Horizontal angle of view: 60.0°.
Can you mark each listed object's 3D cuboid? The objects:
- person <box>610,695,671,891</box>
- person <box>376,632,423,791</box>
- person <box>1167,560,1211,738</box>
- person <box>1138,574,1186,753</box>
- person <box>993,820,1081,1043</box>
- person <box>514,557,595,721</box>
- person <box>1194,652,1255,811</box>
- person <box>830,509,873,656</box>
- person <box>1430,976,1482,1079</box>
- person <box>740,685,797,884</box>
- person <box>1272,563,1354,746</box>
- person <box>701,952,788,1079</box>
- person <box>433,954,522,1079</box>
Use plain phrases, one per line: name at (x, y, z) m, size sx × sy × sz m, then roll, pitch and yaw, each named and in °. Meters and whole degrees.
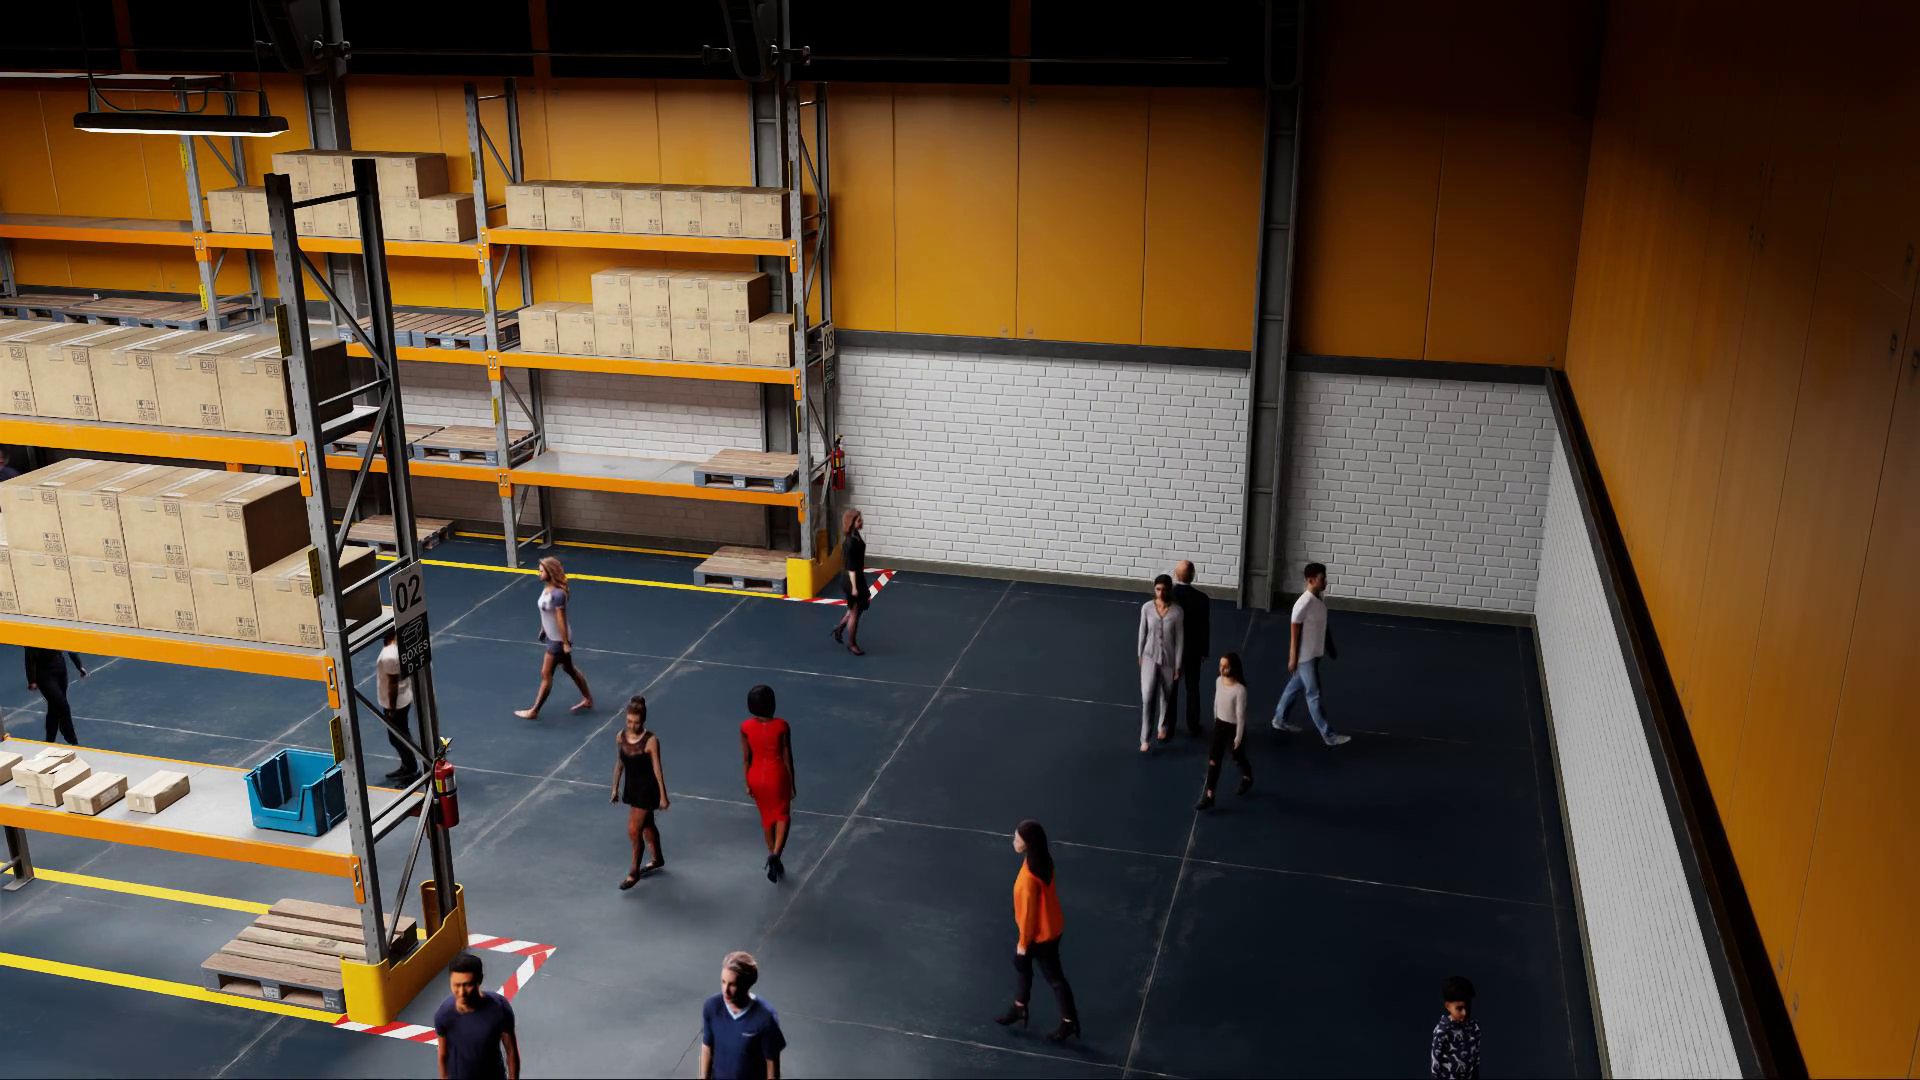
person at (-2.545, 2.027, 13.673) m, size 0.827 × 1.661 × 0.860 m, roll 15°, pitch 24°, yaw 37°
person at (-5.169, 1.446, 15.298) m, size 0.756 × 1.726 × 0.734 m, roll -3°, pitch 19°, yaw -9°
person at (2.188, 1.062, 16.327) m, size 0.515 × 1.798 × 0.733 m, roll 4°, pitch 19°, yaw 12°
person at (1.976, 1.135, 16.183) m, size 0.839 × 1.749 × 0.693 m, roll 3°, pitch 19°, yaw 9°
person at (0.638, 2.714, 11.536) m, size 0.892 × 1.723 × 0.704 m, roll 4°, pitch 19°, yaw 11°
person at (-3.951, 0.992, 16.715) m, size 1.116 × 1.681 × 0.969 m, roll -7°, pitch 20°, yaw -21°
person at (2.482, 1.699, 14.978) m, size 0.949 × 1.451 × 0.991 m, roll -16°, pitch 24°, yaw -39°
person at (-1.253, 0.469, 18.251) m, size 0.733 × 1.692 × 0.652 m, roll 1°, pitch 19°, yaw 4°
person at (3.105, 3.324, 10.466) m, size 0.566 × 1.251 × 0.646 m, roll -6°, pitch 19°, yaw -17°
person at (-1.569, 2.041, 13.539) m, size 0.821 × 1.721 × 0.755 m, roll 2°, pitch 19°, yaw 5°
person at (3.310, 1.092, 16.203) m, size 1.203 × 1.818 × 0.919 m, roll 12°, pitch 22°, yaw 31°
person at (-1.276, 3.234, 9.757) m, size 0.556 × 1.873 × 0.761 m, roll 8°, pitch 20°, yaw 22°
person at (-2.852, 3.215, 9.965) m, size 0.927 × 1.776 × 0.843 m, roll 0°, pitch 19°, yaw 1°
